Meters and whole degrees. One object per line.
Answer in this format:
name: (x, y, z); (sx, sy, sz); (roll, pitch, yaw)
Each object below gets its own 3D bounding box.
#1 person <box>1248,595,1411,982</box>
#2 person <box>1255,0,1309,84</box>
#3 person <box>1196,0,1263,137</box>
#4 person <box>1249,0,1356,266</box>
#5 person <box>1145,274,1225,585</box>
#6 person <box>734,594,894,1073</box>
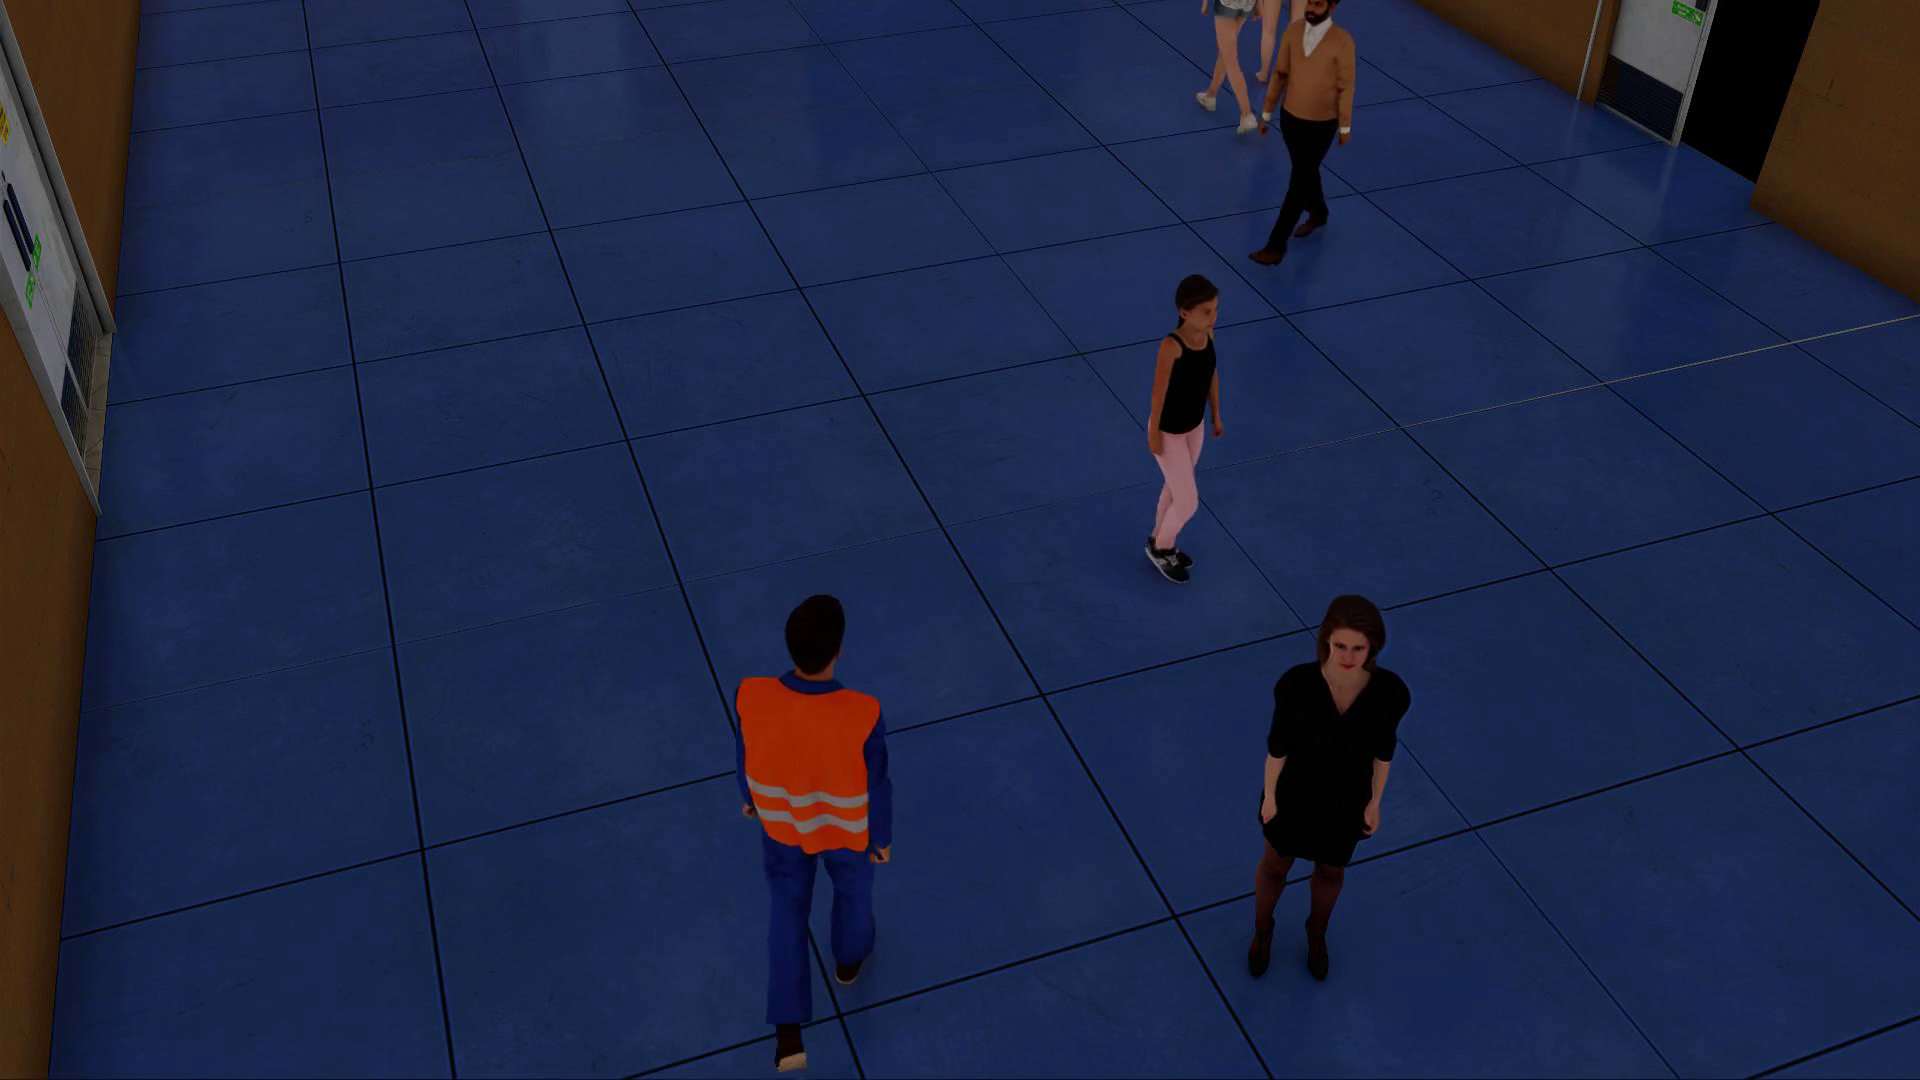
person: (1.225, 0.868, 5.672); (0.574, 1.707, 0.712); (3, 37, 4)
person: (2.491, -4.273, 12.582); (0.612, 1.650, 0.731); (5, 37, 6)
person: (1.984, -3.731, 11.801); (1.052, 1.721, 0.618); (-13, 39, -17)
person: (2.204, -2.599, 10.306); (1.262, 1.706, 0.987); (-29, 46, -33)
person: (0.960, -0.538, 7.684); (0.702, 1.557, 0.621); (30, 46, 34)
person: (-0.492, 0.985, 5.417); (1.140, 1.842, 1.053); (4, 37, 6)
